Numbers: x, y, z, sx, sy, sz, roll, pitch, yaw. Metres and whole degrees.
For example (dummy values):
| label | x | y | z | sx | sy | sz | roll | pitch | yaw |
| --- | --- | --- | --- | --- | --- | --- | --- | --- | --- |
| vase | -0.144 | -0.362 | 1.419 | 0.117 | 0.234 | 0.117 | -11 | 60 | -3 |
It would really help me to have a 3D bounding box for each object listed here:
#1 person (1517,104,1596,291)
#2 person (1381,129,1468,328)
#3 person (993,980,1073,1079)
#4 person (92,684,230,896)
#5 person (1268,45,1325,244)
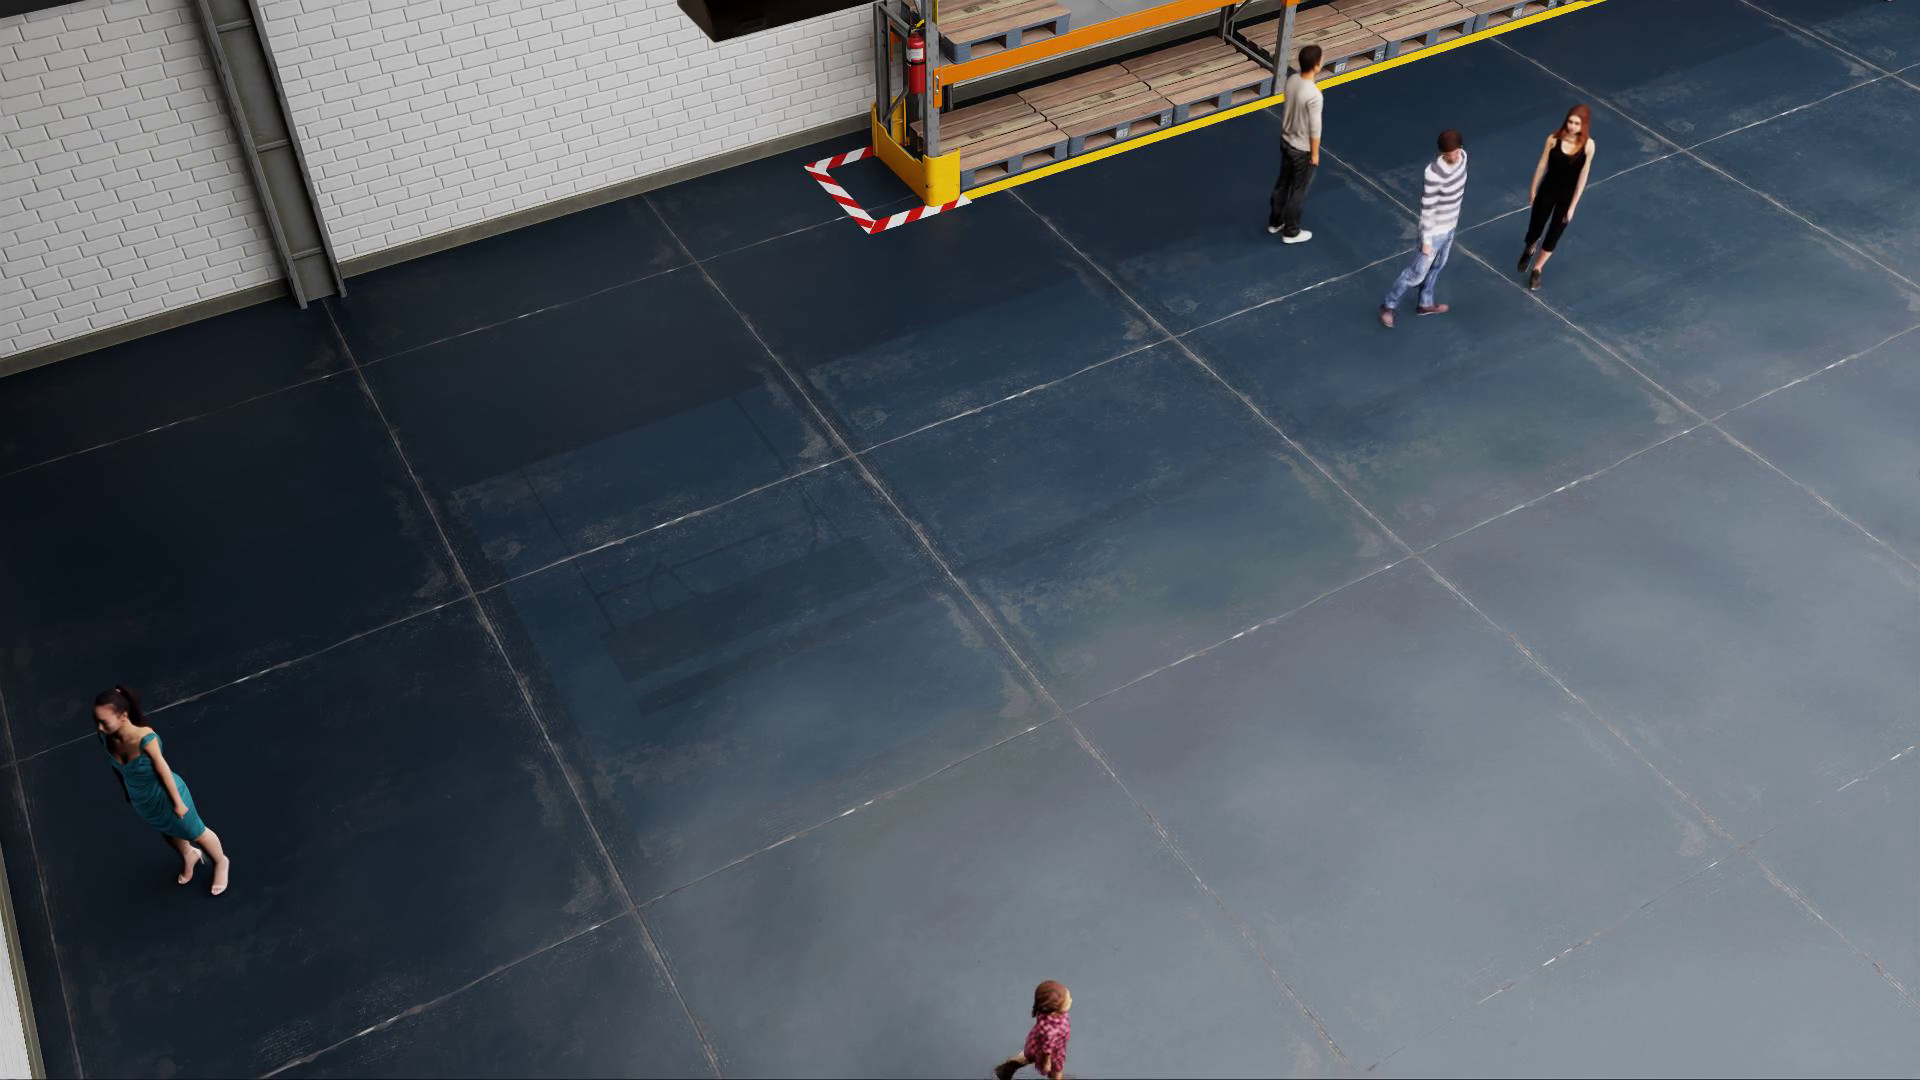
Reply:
| label | x | y | z | sx | sy | sz | roll | pitch | yaw |
| --- | --- | --- | --- | --- | --- | --- | --- | --- | --- |
| person | 5.000 | -2.898 | 13.868 | 0.764 | 1.713 | 0.838 | 17 | 46 | 17 |
| person | 3.866 | -2.562 | 13.434 | 0.935 | 1.825 | 0.768 | 18 | 46 | 18 |
| person | 0.412 | 2.593 | 8.614 | 0.742 | 1.011 | 0.609 | 0 | 44 | 0 |
| person | -4.505 | 1.421 | 9.355 | 0.607 | 1.685 | 0.662 | 12 | 45 | 12 |
| person | 2.895 | -3.412 | 14.336 | 0.575 | 1.812 | 0.671 | -19 | 47 | -18 |
